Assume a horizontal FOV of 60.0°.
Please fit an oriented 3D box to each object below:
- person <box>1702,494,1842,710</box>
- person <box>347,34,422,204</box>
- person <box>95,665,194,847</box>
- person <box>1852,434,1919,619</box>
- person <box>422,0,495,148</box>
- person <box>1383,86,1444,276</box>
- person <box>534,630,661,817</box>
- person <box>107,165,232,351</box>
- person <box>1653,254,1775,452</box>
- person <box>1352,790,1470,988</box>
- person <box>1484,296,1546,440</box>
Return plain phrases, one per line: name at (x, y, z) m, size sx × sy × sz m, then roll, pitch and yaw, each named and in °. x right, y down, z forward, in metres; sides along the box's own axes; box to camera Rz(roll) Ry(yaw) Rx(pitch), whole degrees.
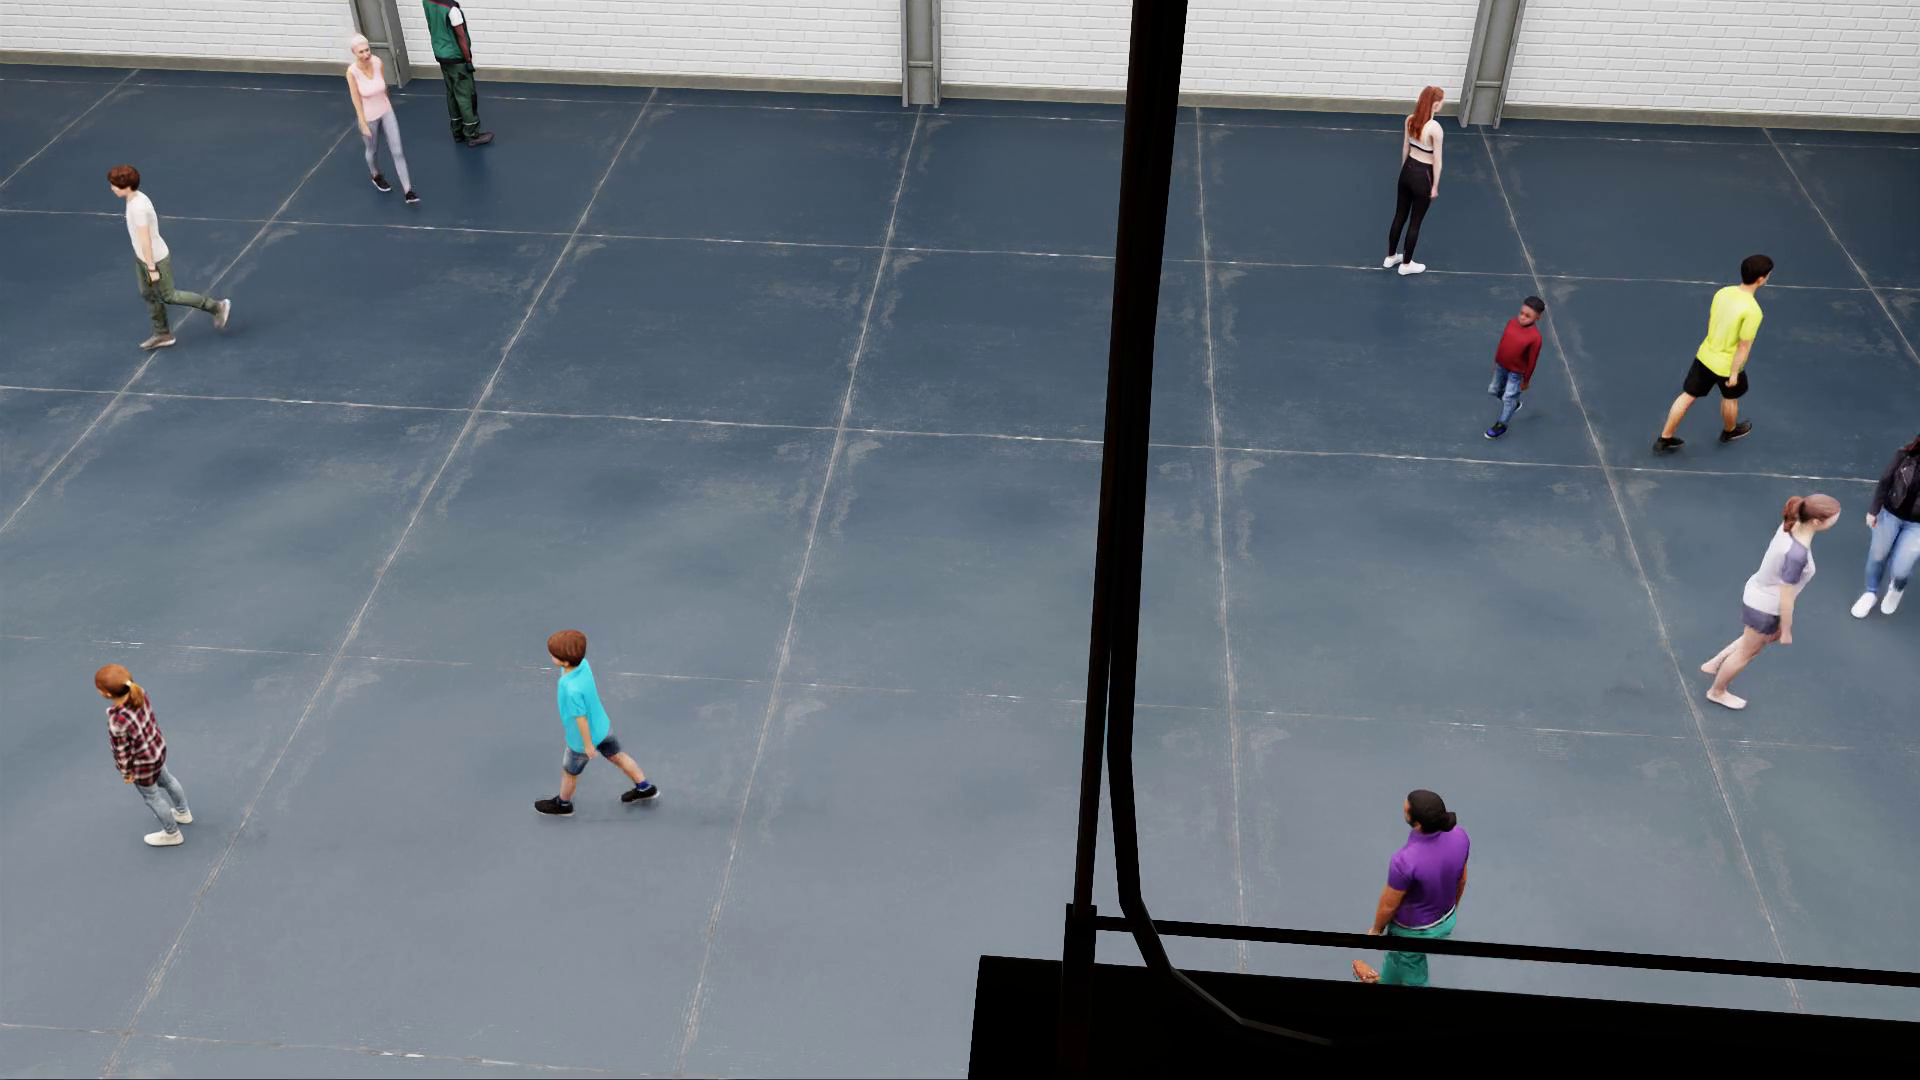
person at (4.926, 0.377, 10.346) m, size 0.683 × 1.748 × 0.680 m, roll 9°, pitch 40°, yaw 11°
person at (-5.637, -4.077, 15.977) m, size 1.085 × 1.681 × 1.118 m, roll -28°, pitch 46°, yaw -30°
person at (-4.721, 1.234, 9.627) m, size 0.522 × 1.306 × 0.538 m, roll 1°, pitch 39°, yaw 1°
person at (6.358, -0.166, 11.126) m, size 0.780 × 1.624 × 0.845 m, roll 28°, pitch 46°, yaw 30°
person at (-5.152, -4.926, 16.914) m, size 0.733 × 1.838 × 0.840 m, roll 27°, pitch 46°, yaw 29°
person at (4.065, -3.209, 14.833) m, size 0.705 × 1.752 × 0.670 m, roll -21°, pitch 43°, yaw -24°
person at (-2.109, 1.088, 9.722) m, size 0.970 × 1.415 × 0.559 m, roll 1°, pitch 39°, yaw 1°
person at (-6.640, -2.359, 13.866) m, size 1.091 × 1.631 × 0.949 m, roll -21°, pitch 43°, yaw -24°
person at (5.693, -1.354, 12.583) m, size 1.175 × 1.662 × 0.962 m, roll -14°, pitch 41°, yaw -17°
person at (2.375, 1.981, 8.356) m, size 0.966 × 1.725 × 1.016 m, roll -22°, pitch 43°, yaw -25°
person at (4.354, -1.365, 12.932) m, size 0.729 × 1.243 × 0.658 m, roll -18°, pitch 42°, yaw -21°
